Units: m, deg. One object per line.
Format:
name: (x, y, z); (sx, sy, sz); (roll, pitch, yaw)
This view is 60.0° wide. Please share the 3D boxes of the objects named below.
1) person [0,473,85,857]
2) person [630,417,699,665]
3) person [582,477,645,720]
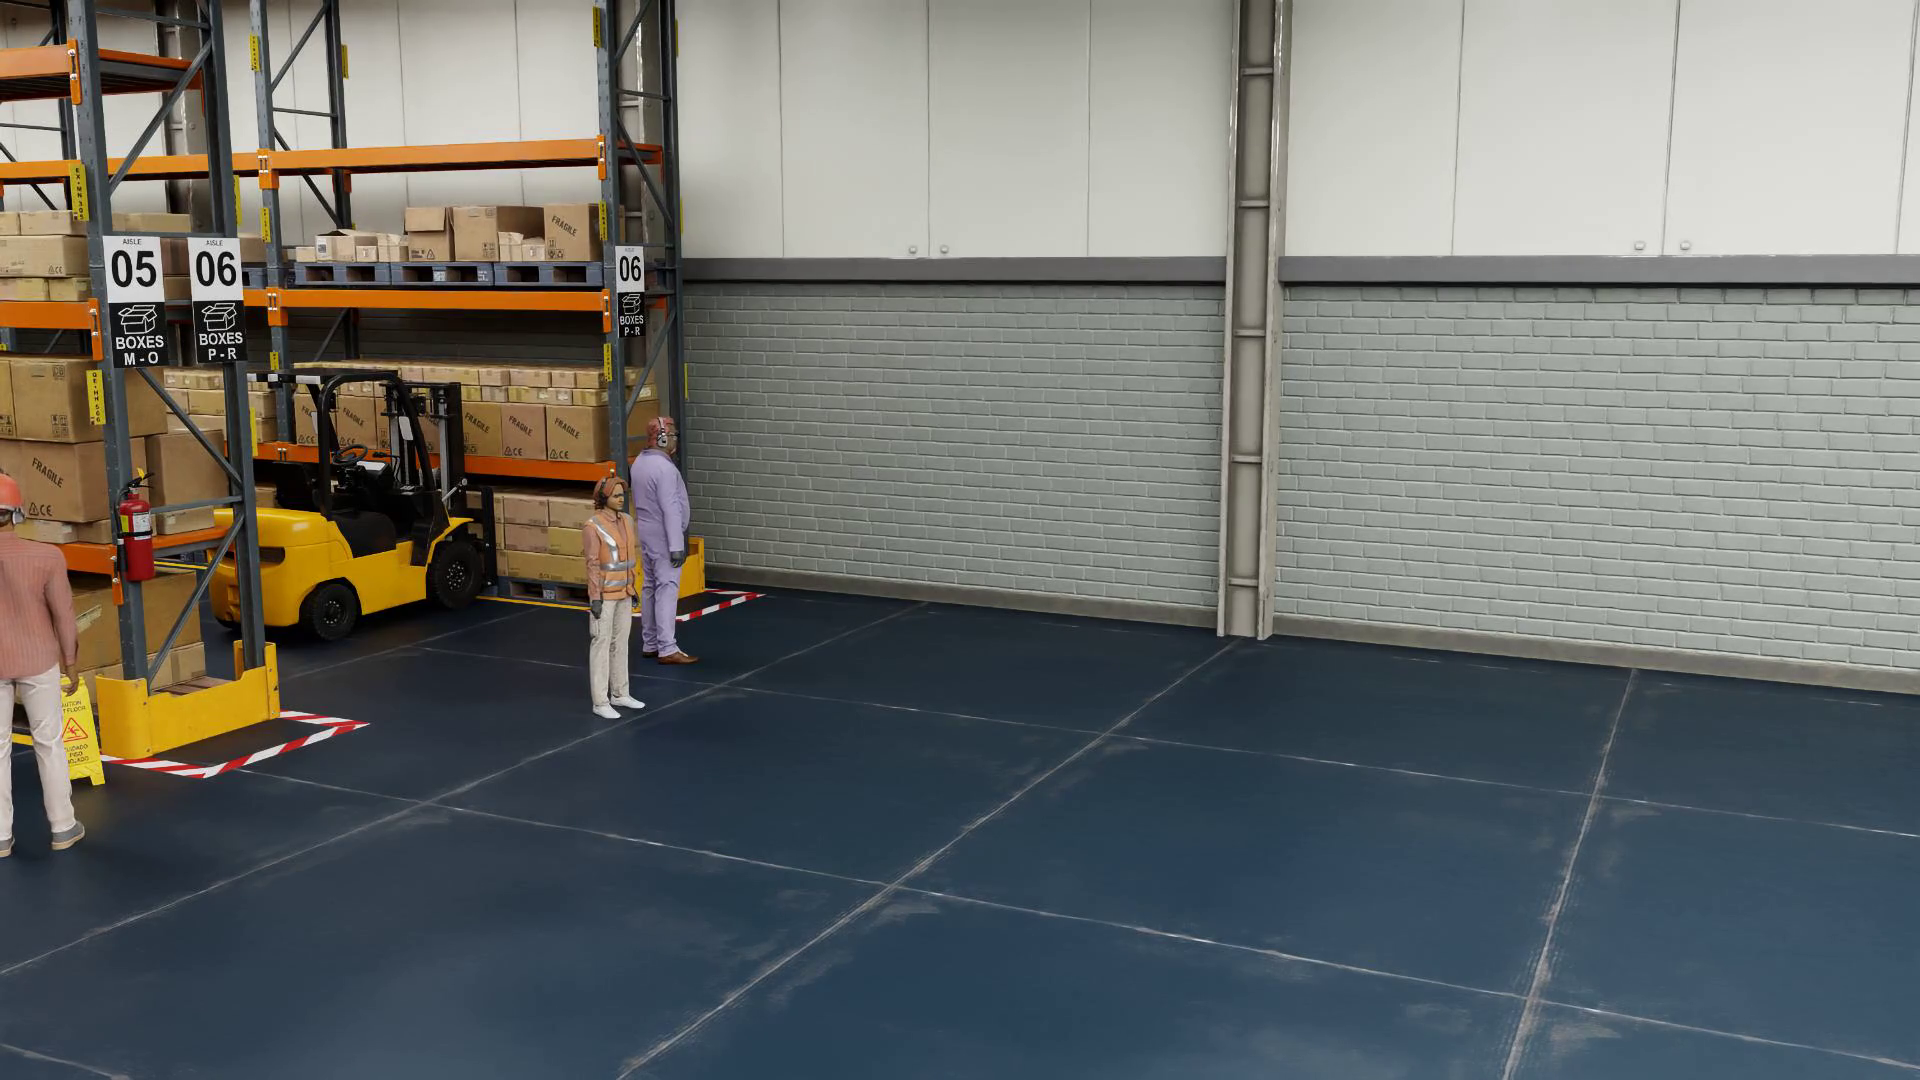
person: (-4.890, 0.645, 8.603); (0.611, 1.997, 0.375); (-4, 10, -23)
person: (-2.275, 0.003, 12.818); (0.409, 1.906, 0.652); (-6, 11, -32)
person: (-2.365, 0.383, 11.311); (0.306, 1.638, 0.523); (4, 10, 21)
